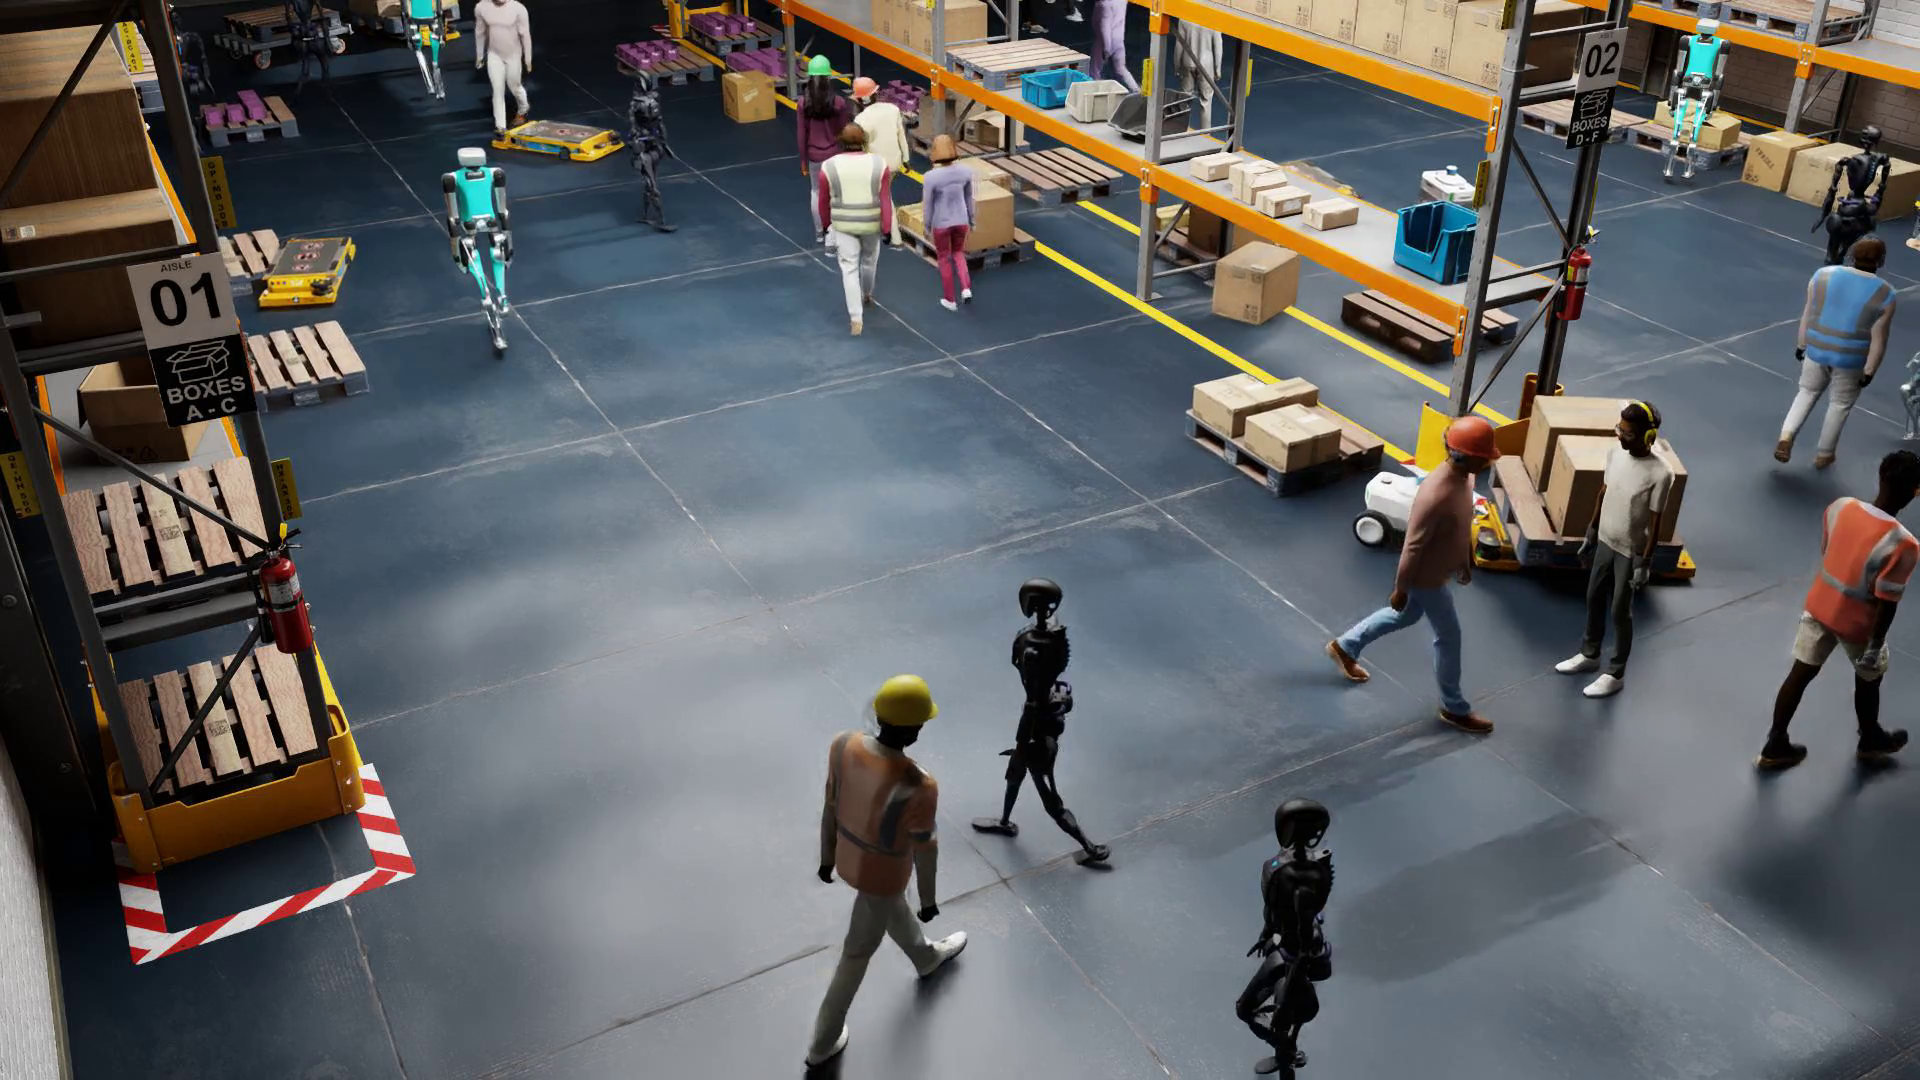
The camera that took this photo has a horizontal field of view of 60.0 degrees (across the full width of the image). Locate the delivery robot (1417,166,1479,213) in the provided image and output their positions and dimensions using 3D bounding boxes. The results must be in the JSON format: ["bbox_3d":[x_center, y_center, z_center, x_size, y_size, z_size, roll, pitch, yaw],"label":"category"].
[{"bbox_3d":[5.107,-3.609,17.393,0.499,0.583,0.774,-6,30,-10],"label":"delivery robot"}]

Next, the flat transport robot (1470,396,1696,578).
[{"bbox_3d":[4.231,-0.006,11.420,1.431,0.231,0.659,3,30,5],"label":"flat transport robot"}]

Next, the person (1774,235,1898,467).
[{"bbox_3d":[6.416,-1.343,12.190,0.630,1.819,0.606,26,39,37],"label":"person"}]

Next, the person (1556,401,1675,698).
[{"bbox_3d":[3.851,0.047,9.740,0.346,1.856,0.521,-12,32,-20],"label":"person"}]

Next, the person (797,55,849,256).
[{"bbox_3d":[-1.320,-3.798,16.393,0.512,1.928,0.757,5,30,8],"label":"person"}]

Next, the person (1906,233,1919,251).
[{"bbox_3d":[9.779,-3.703,16.367,0.605,1.753,0.418,-3,30,-5],"label":"person"}]

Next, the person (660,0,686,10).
[{"bbox_3d":[-4.543,-9.178,25.896,0.562,1.751,0.329,-9,31,-15],"label":"person"}]

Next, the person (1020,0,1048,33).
[{"bbox_3d":[1.089,-8.416,24.564,0.450,1.757,0.752,-13,32,-21],"label":"person"}]

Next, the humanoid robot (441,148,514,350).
[{"bbox_3d":[-4.012,-2.421,14.146,0.546,1.732,1.017,-15,33,-24],"label":"humanoid robot"}]

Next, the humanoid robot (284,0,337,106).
[{"bbox_3d":[-8.324,-6.384,21.144,0.616,1.637,0.690,8,31,13],"label":"humanoid robot"}]

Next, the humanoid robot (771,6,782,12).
[{"bbox_3d":[-2.714,-8.887,25.501,0.808,1.886,0.546,-3,30,-5],"label":"humanoid robot"}]

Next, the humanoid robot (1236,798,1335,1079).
[{"bbox_3d":[1.369,1.771,6.917,0.345,1.649,0.594,0,30,0],"label":"humanoid robot"}]

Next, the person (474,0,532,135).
[{"bbox_3d":[-5.445,-5.794,19.880,0.709,1.890,0.882,-1,30,-1],"label":"person"}]

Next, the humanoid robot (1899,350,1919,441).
[{"bbox_3d":[7.457,-1.491,12.495,0.677,1.759,0.531,-8,31,-14],"label":"humanoid robot"}]

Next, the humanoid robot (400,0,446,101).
[{"bbox_3d":[-6.792,-6.440,21.145,0.551,1.733,1.008,-9,31,-15],"label":"humanoid robot"}]

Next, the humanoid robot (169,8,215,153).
[{"bbox_3d":[-9.045,-5.349,19.375,0.615,1.635,0.791,-16,33,-25],"label":"humanoid robot"}]

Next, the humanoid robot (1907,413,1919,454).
[{"bbox_3d":[7.180,-1.081,11.907,0.602,1.638,0.732,-9,31,-16],"label":"humanoid robot"}]

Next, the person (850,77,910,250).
[{"bbox_3d":[-0.790,-3.709,16.420,0.557,1.702,0.585,24,38,35],"label":"person"}]

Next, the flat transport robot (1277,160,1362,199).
[{"bbox_3d":[3.740,-3.826,18.070,0.659,0.231,1.431,-9,31,-16],"label":"flat transport robot"}]

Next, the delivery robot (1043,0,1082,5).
[{"bbox_3d":[1.583,-8.876,26.560,0.767,0.581,0.499,-8,31,-14],"label":"delivery robot"}]

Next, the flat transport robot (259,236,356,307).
[{"bbox_3d":[-6.231,-2.582,15.905,0.659,0.231,1.431,-5,30,-8],"label":"flat transport robot"}]

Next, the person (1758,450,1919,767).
[{"bbox_3d":[4.952,0.378,9.081,0.947,1.920,0.620,-10,31,-17],"label":"person"}]

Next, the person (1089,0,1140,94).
[{"bbox_3d":[1.902,-6.200,20.602,0.912,1.866,0.645,17,34,27],"label":"person"}]

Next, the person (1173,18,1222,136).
[{"bbox_3d":[2.777,-5.557,19.456,0.563,1.893,0.375,8,31,14],"label":"person"}]

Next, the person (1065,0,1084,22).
[{"bbox_3d":[1.800,-8.780,25.105,0.441,1.841,0.530,12,32,20],"label":"person"}]

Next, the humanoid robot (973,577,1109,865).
[{"bbox_3d":[0.426,0.936,8.427,0.745,1.646,0.609,7,31,13],"label":"humanoid robot"}]

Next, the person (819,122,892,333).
[{"bbox_3d":[-0.929,-2.834,14.808,0.631,1.788,0.947,-4,30,-7],"label":"person"}]

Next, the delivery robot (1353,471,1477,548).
[{"bbox_3d":[3.143,-0.203,11.480,0.769,0.598,0.522,20,36,31],"label":"delivery robot"}]

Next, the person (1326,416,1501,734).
[{"bbox_3d":[2.654,0.134,9.512,1.041,1.936,0.603,17,34,27],"label":"person"}]

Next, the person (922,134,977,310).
[{"bbox_3d":[-0.099,-2.852,15.018,0.506,1.617,0.338,-13,33,-22],"label":"person"}]

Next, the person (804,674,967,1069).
[{"bbox_3d":[-0.356,1.426,7.336,1.064,1.851,0.594,-26,39,-37],"label":"person"}]

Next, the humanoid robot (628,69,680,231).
[{"bbox_3d":[-3.112,-3.974,16.933,0.661,1.637,0.598,12,32,20],"label":"humanoid robot"}]

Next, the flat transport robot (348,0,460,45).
[{"bbox_3d":[-8.107,-7.527,24.513,1.431,0.231,0.659,20,35,31],"label":"flat transport robot"}]

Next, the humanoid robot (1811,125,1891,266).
[{"bbox_3d":[8.182,-2.955,15.161,0.587,1.624,0.659,-4,30,-7],"label":"humanoid robot"}]

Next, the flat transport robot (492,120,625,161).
[{"bbox_3d":[-4.742,-4.714,19.616,1.431,0.231,0.659,13,32,22],"label":"flat transport robot"}]

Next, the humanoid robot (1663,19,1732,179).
[{"bbox_3d":[7.942,-4.745,18.061,0.533,1.677,0.735,14,33,23],"label":"humanoid robot"}]
